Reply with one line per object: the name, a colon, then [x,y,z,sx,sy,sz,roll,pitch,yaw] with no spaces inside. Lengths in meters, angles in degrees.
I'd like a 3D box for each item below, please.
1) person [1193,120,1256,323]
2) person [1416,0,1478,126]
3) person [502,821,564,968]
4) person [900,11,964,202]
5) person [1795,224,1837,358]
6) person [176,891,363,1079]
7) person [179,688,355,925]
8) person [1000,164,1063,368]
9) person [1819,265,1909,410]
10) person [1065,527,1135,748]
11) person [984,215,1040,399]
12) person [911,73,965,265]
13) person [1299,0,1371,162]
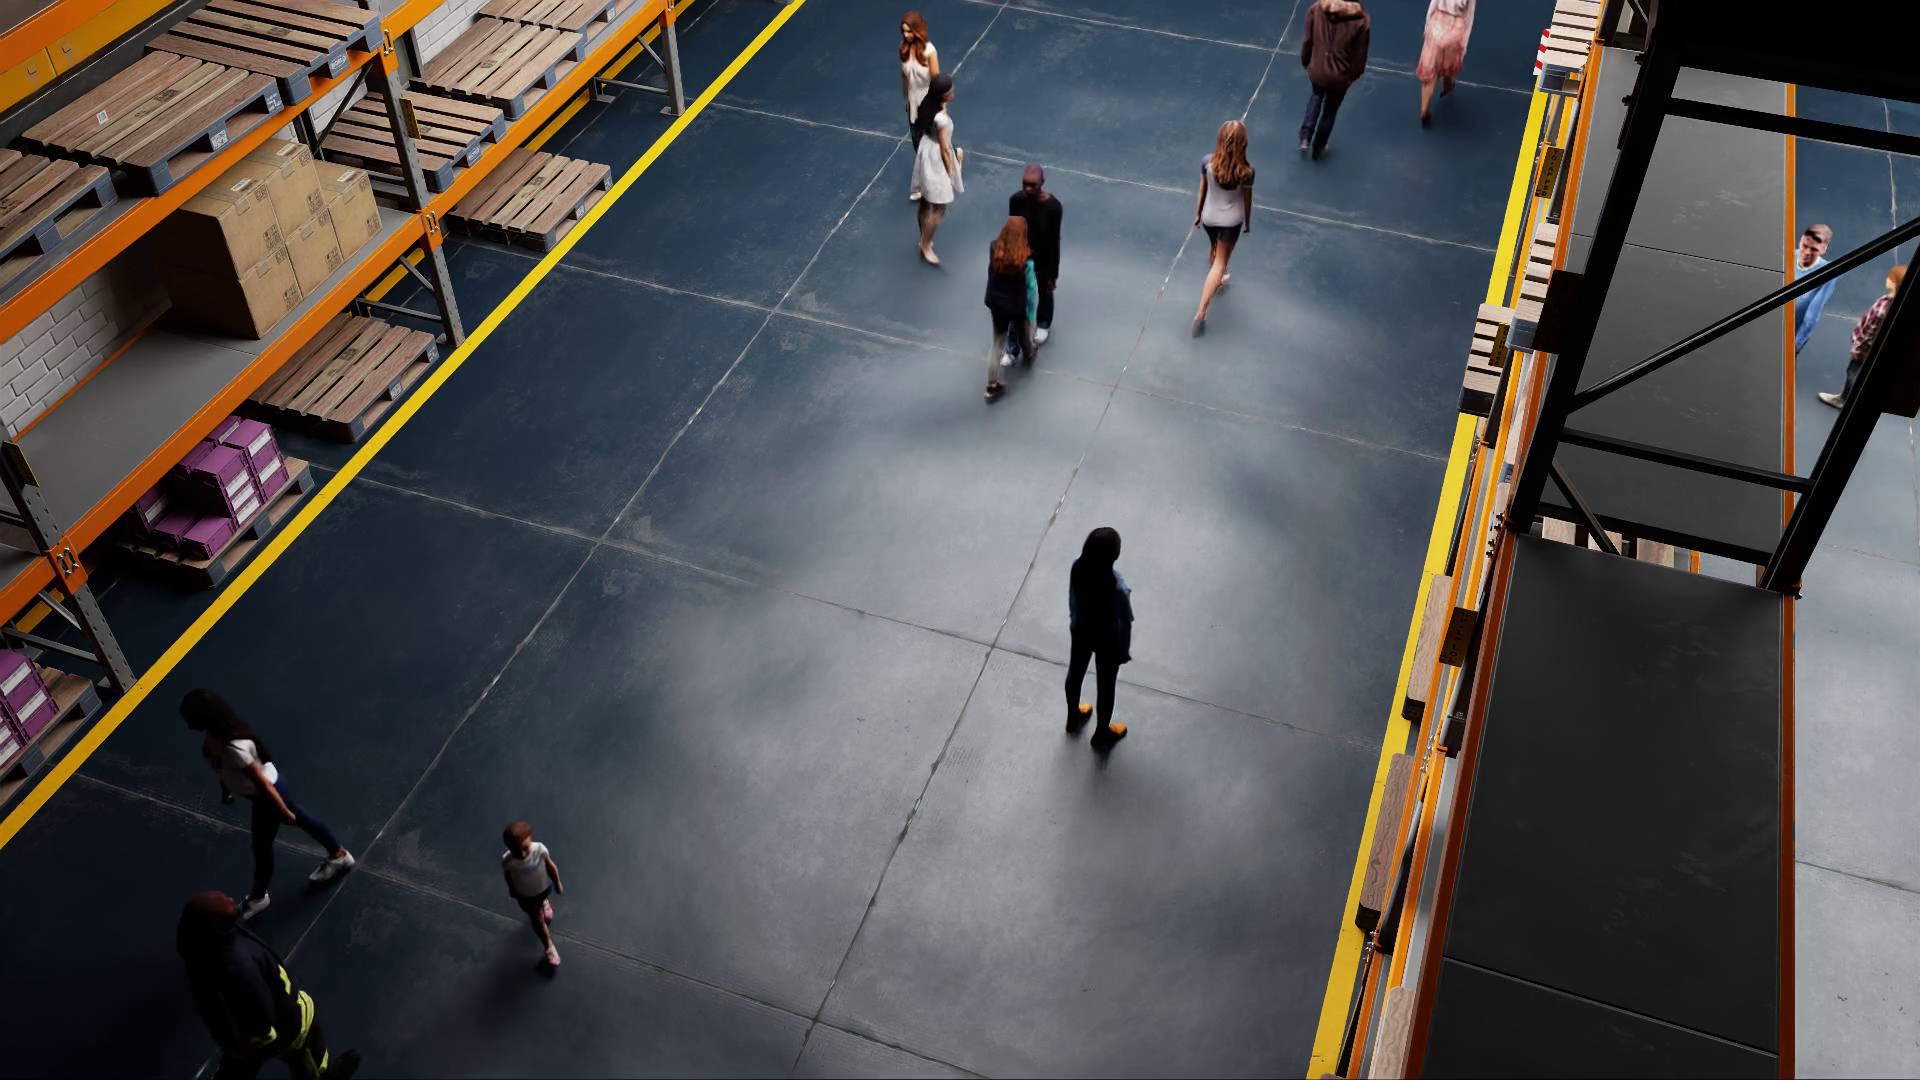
person: [2.099,-2.540,13.446,0.719,1.696,1.117,21,48,21]
person: [4.582,-4.729,15.776,0.697,1.652,1.046,19,47,19]
person: [-2.393,1.882,9.309,0.695,1.001,0.756,-17,46,-17]
person: [-0.247,-3.893,14.818,0.849,1.763,0.991,29,51,27]
person: [6.189,-1.624,12.435,0.891,1.766,1.208,29,51,27]
person: [-3.580,2.362,8.224,0.945,1.802,1.192,29,50,27]
person: [-3.804,1.369,9.317,1.093,1.731,0.937,-30,51,-28]
person: [0.633,-2.266,13.150,0.630,1.708,1.046,13,45,13]
person: [6.965,-1.518,12.658,0.631,1.304,0.702,-28,50,-26]
person: [0.830,0.592,10.147,0.658,1.712,0.674,-34,53,-31]
person: [0.343,-1.753,12.798,0.700,1.450,1.026,22,48,22]
person: [-0.209,-3.123,14.011,0.903,1.761,0.833,-24,49,-23]
person: [3.357,-4.270,15.162,0.816,1.835,0.783,23,48,22]
